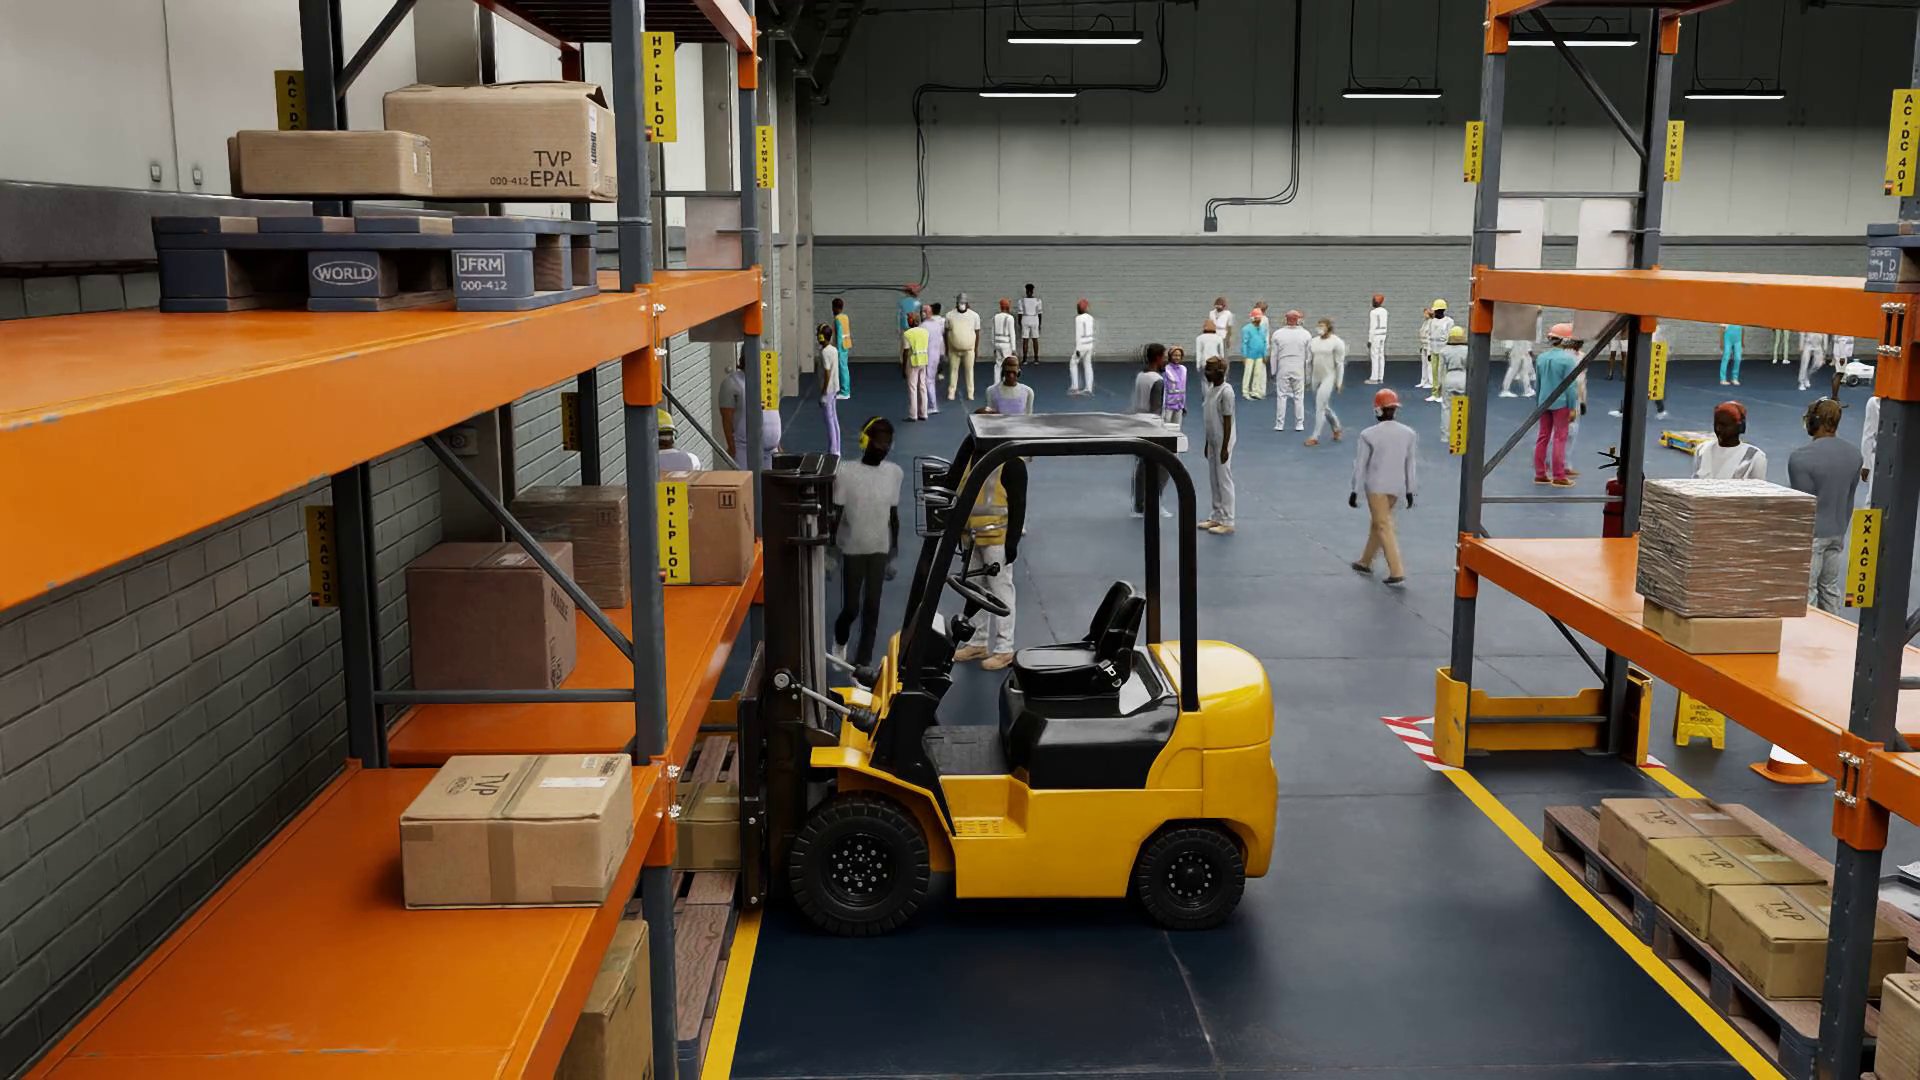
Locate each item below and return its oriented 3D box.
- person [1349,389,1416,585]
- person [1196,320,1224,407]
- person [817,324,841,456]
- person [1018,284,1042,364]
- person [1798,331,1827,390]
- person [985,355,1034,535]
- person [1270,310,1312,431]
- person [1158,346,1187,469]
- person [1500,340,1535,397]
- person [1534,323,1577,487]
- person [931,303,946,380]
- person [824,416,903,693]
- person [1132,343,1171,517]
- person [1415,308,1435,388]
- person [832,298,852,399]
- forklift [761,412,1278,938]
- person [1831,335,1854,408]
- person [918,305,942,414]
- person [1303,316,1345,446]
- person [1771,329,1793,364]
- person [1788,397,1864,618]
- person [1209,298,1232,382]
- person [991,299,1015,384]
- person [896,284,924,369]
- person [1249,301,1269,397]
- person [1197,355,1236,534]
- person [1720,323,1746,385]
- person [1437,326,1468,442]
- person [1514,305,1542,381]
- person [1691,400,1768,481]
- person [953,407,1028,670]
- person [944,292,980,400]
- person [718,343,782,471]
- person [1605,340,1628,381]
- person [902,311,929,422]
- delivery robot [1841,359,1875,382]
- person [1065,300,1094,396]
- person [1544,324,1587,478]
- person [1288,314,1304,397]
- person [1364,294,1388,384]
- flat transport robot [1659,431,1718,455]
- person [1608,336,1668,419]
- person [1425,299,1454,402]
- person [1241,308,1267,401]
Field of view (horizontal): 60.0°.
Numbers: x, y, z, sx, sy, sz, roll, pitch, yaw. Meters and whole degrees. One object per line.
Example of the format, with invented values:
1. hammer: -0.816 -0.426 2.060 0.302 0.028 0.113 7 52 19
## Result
1. person: 3.720 -0.478 14.657 0.576 1.708 0.884 -4 11 -23
2. person: 4.491 -3.154 29.867 0.509 1.598 0.799 0 10 1
3. person: -1.815 -2.009 22.746 0.325 1.865 0.516 2 10 12
4. person: 1.710 -5.282 40.691 0.602 1.966 0.368 -1 10 -6
5. person: 17.196 -3.873 33.544 0.570 1.712 0.450 0 10 2
6. person: 0.500 -0.957 16.943 0.505 1.844 0.346 -1 10 -4
7. person: 5.229 -2.667 26.291 0.651 1.907 0.409 1 10 7
8. person: 2.788 -1.730 21.826 0.515 1.636 0.315 -9 14 -42
9. person: 10.844 -3.687 32.070 0.805 1.881 0.624 2 10 12
10. person: 7.293 -1.645 20.347 0.375 1.996 0.611 -5 11 -28
11. person: -0.548 -4.286 35.954 0.540 1.679 0.625 5 11 27
12. person: -0.660 0.078 11.157 0.563 1.841 0.530 -4 11 -21
13. person: 2.115 -1.185 18.058 0.524 1.897 0.594 -4 11 -19
14. person: 9.581 -3.929 34.056 0.309 1.645 0.514 -2 10 -11
15. person: -2.256 -3.639 31.676 0.375 1.916 0.592 2 10 9
16. forklift: 0.291 0.548 7.580 2.313 2.155 1.214 0 10 -2
17. person: 15.989 -3.357 30.050 0.371 1.935 0.551 6 12 29
18. person: -0.585 -3.135 28.947 0.415 1.917 0.649 6 12 29
19. person: 5.408 -2.350 24.536 0.903 1.911 0.641 -8 13 -37
20. person: 20.255 -5.276 40.918 0.513 1.876 0.328 8 13 37
21. person: 5.863 -0.014 11.421 0.632 1.940 0.372 -5 11 -26
22. person: 5.458 -4.232 35.294 0.800 1.800 0.653 -10 14 -43
23. person: 0.857 -3.749 32.382 0.337 1.882 0.584 -9 14 -42
24. person: -1.179 -4.969 38.904 0.712 1.999 0.476 3 11 18
25. person: 5.808 -3.698 32.203 0.345 1.847 0.506 1 10 4
26. person: 2.654 -0.980 17.107 0.349 1.837 0.502 -3 11 -14
27. person: 16.121 -4.132 34.689 0.530 1.832 0.384 0 10 2
28. person: 7.385 -2.316 24.824 0.507 1.733 0.319 4 11 22
29. person: 12.266 -4.273 35.815 0.502 1.685 0.853 -5 11 -27
30. person: 5.366 -0.045 11.752 0.355 1.883 0.576 -6 12 -31
31. person: 0.185 -0.017 11.711 0.429 1.842 0.636 -8 13 -37
32. person: 0.034 -3.661 31.458 0.683 2.000 0.538 0 10 2
33. person: -2.024 -0.988 16.563 0.684 2.000 0.538 -9 14 -41
34. person: 14.217 -4.387 35.812 0.542 1.928 0.375 6 12 28
35. person: -0.728 -2.878 27.681 0.560 1.837 0.389 -9 14 -42
36. delivery robot: 18.540 -3.497 34.418 0.707 0.478 0.477 -2 11 -12
37. person: 2.318 -3.741 32.384 0.699 1.859 0.608 7 12 34
38. person: 7.698 -1.768 21.081 0.639 1.973 0.509 -8 13 -39
39. person: 6.419 -3.540 31.963 0.364 1.623 0.522 9 14 42
40. person: 8.785 -4.226 35.049 0.342 1.881 0.584 10 14 44
41. flat transport robot: 10.574 -1.391 23.739 0.652 0.197 1.431 1 10 3
42. person: 11.559 -2.971 28.137 0.662 1.857 0.998 -7 13 -36
43. person: 8.951 -3.526 31.071 0.396 1.920 0.588 -6 12 -29
44. person: 5.561 -3.495 31.363 0.587 1.742 0.372 -6 12 -31
